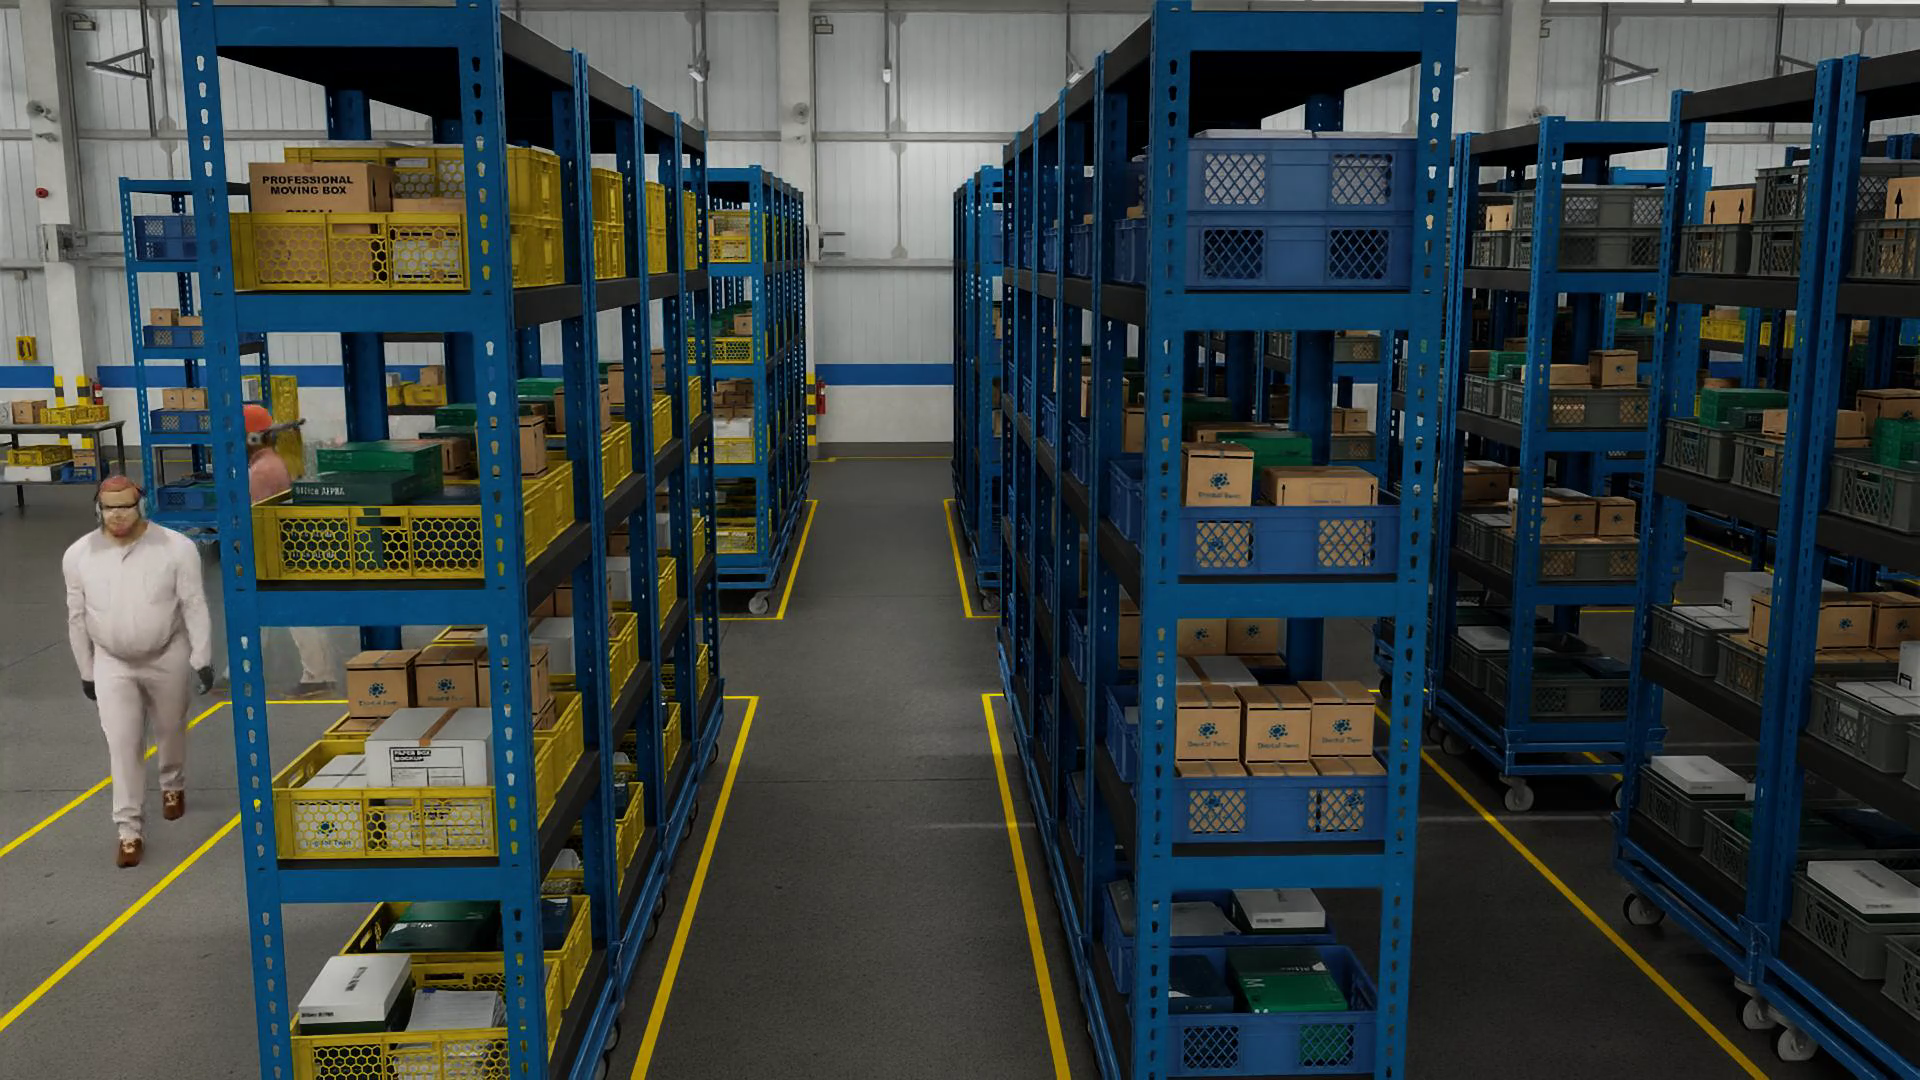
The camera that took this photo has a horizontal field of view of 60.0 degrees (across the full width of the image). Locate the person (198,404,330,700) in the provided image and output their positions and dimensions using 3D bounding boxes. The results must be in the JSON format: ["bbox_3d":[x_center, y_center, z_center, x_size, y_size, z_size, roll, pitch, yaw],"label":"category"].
[{"bbox_3d":[-4.613,0.099,10.827,0.924,1.952,0.625,-3,11,-18],"label":"person"}]

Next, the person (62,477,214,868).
[{"bbox_3d":[-4.092,0.595,8.337,0.654,1.860,0.990,-4,11,-22],"label":"person"}]
